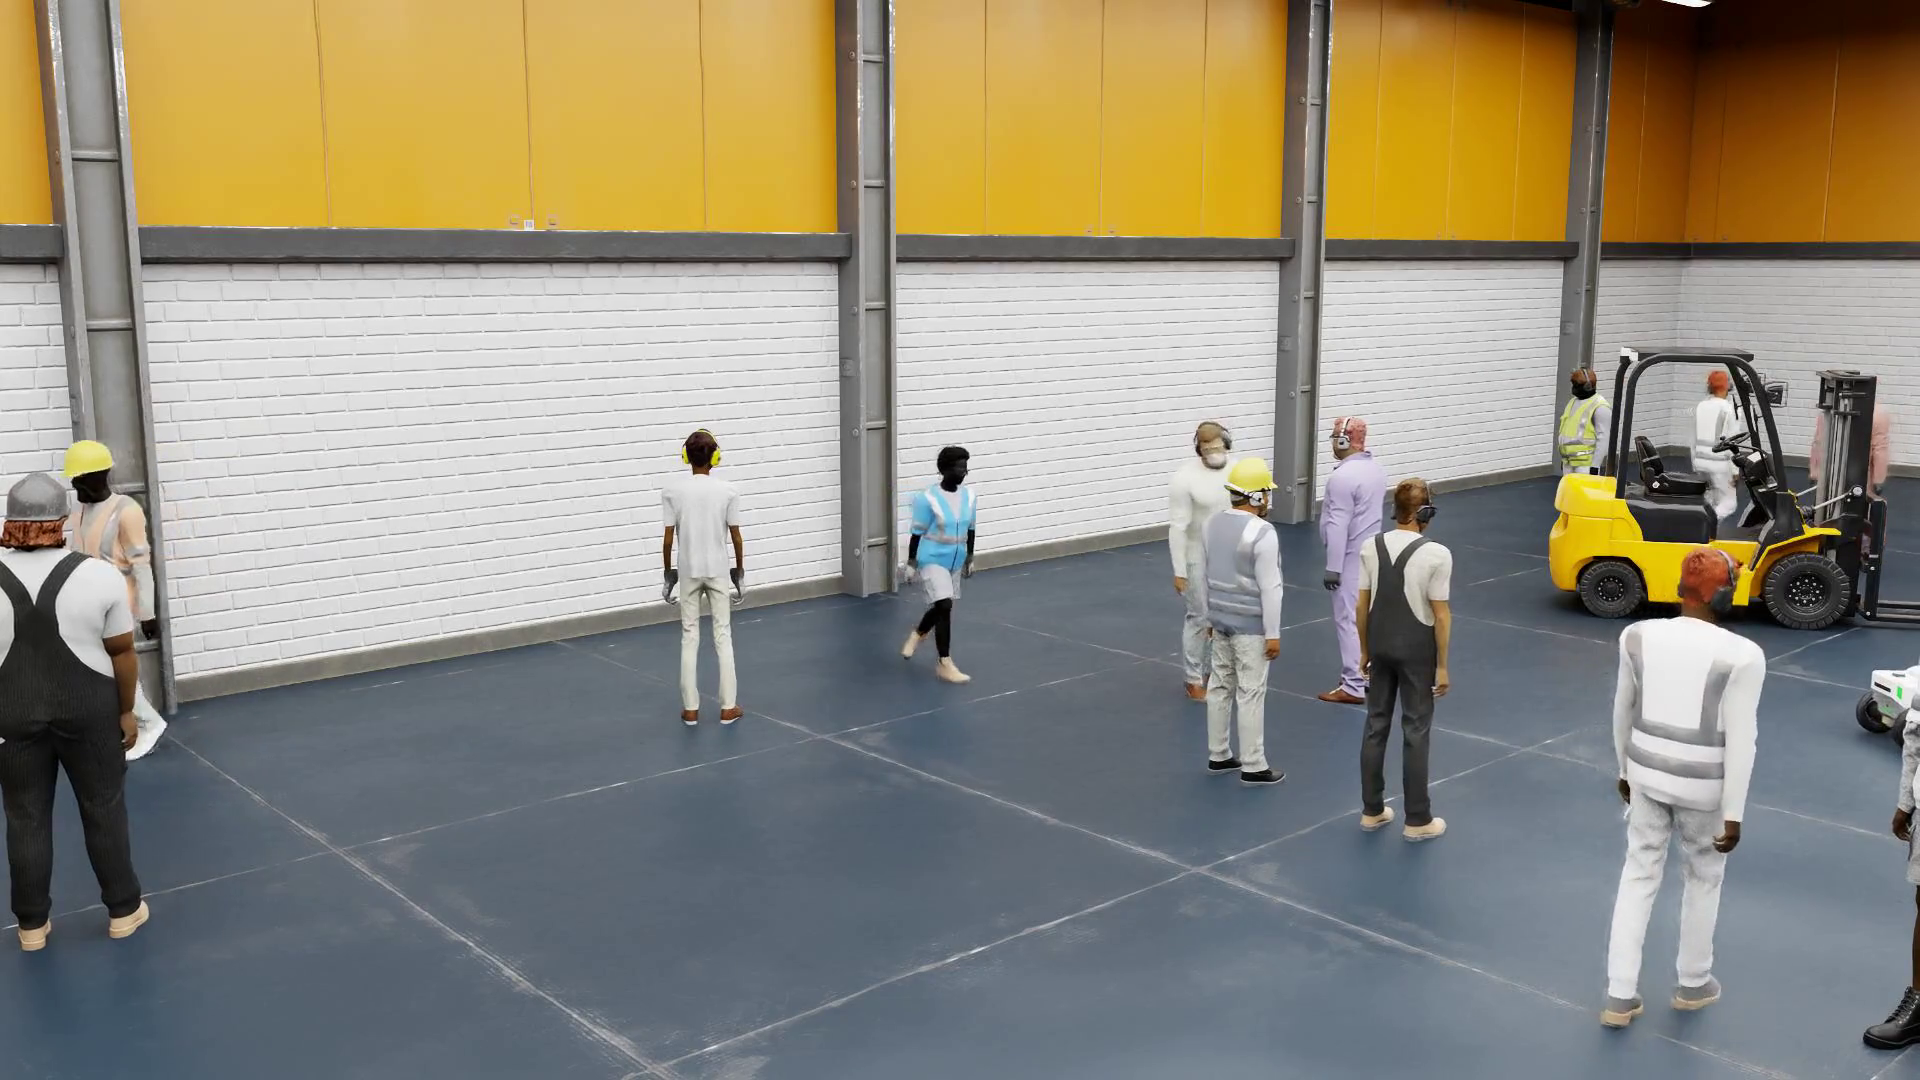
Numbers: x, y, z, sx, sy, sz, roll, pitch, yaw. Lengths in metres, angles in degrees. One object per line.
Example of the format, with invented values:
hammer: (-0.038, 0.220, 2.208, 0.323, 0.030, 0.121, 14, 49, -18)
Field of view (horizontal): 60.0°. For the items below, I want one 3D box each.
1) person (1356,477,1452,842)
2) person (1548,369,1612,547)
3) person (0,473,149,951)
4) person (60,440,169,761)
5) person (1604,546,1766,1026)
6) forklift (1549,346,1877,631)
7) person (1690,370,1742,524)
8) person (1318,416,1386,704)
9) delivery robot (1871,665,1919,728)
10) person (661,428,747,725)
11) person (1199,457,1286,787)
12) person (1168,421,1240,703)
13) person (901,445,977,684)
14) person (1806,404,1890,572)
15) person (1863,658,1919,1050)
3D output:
person: (2.242, 0.600, 8.422, 0.505, 1.837, 0.348, 9, 13, 44)
person: (6.145, -0.774, 16.475, 0.429, 1.837, 0.620, -2, 10, -12)
person: (-3.876, 0.720, 7.122, 0.684, 2.000, 0.536, -4, 10, -20)
person: (-4.905, 0.366, 9.576, 0.590, 1.903, 0.423, 7, 12, 36)
person: (2.756, 0.950, 6.385, 0.675, 1.860, 0.592, -9, 13, -41)
forklift: (6.109, -0.478, 13.691, 2.313, 2.155, 1.214, 3, 10, 16)
person: (7.207, -0.700, 15.962, 0.536, 1.863, 0.584, -4, 10, -20)
person: (2.594, 0.125, 11.068, 0.409, 1.895, 0.661, 6, 12, 32)
delivery robot: (5.915, 0.918, 10.038, 0.707, 0.478, 0.477, 0, 10, 0)
person: (-1.613, 0.237, 10.472, 0.534, 1.863, 0.310, -1, 10, -4)
person: (1.590, 0.452, 9.301, 0.404, 1.834, 0.591, -6, 11, -30)
person: (1.615, 0.149, 10.885, 0.651, 1.896, 0.515, -4, 11, -23)
person: (-0.180, 0.135, 11.668, 0.559, 1.660, 0.749, -9, 13, -42)
person: (8.164, -0.600, 15.341, 0.428, 1.883, 0.651, -6, 11, -30)
person: (3.616, 0.969, 5.969, 0.354, 1.939, 0.544, -5, 11, -25)
